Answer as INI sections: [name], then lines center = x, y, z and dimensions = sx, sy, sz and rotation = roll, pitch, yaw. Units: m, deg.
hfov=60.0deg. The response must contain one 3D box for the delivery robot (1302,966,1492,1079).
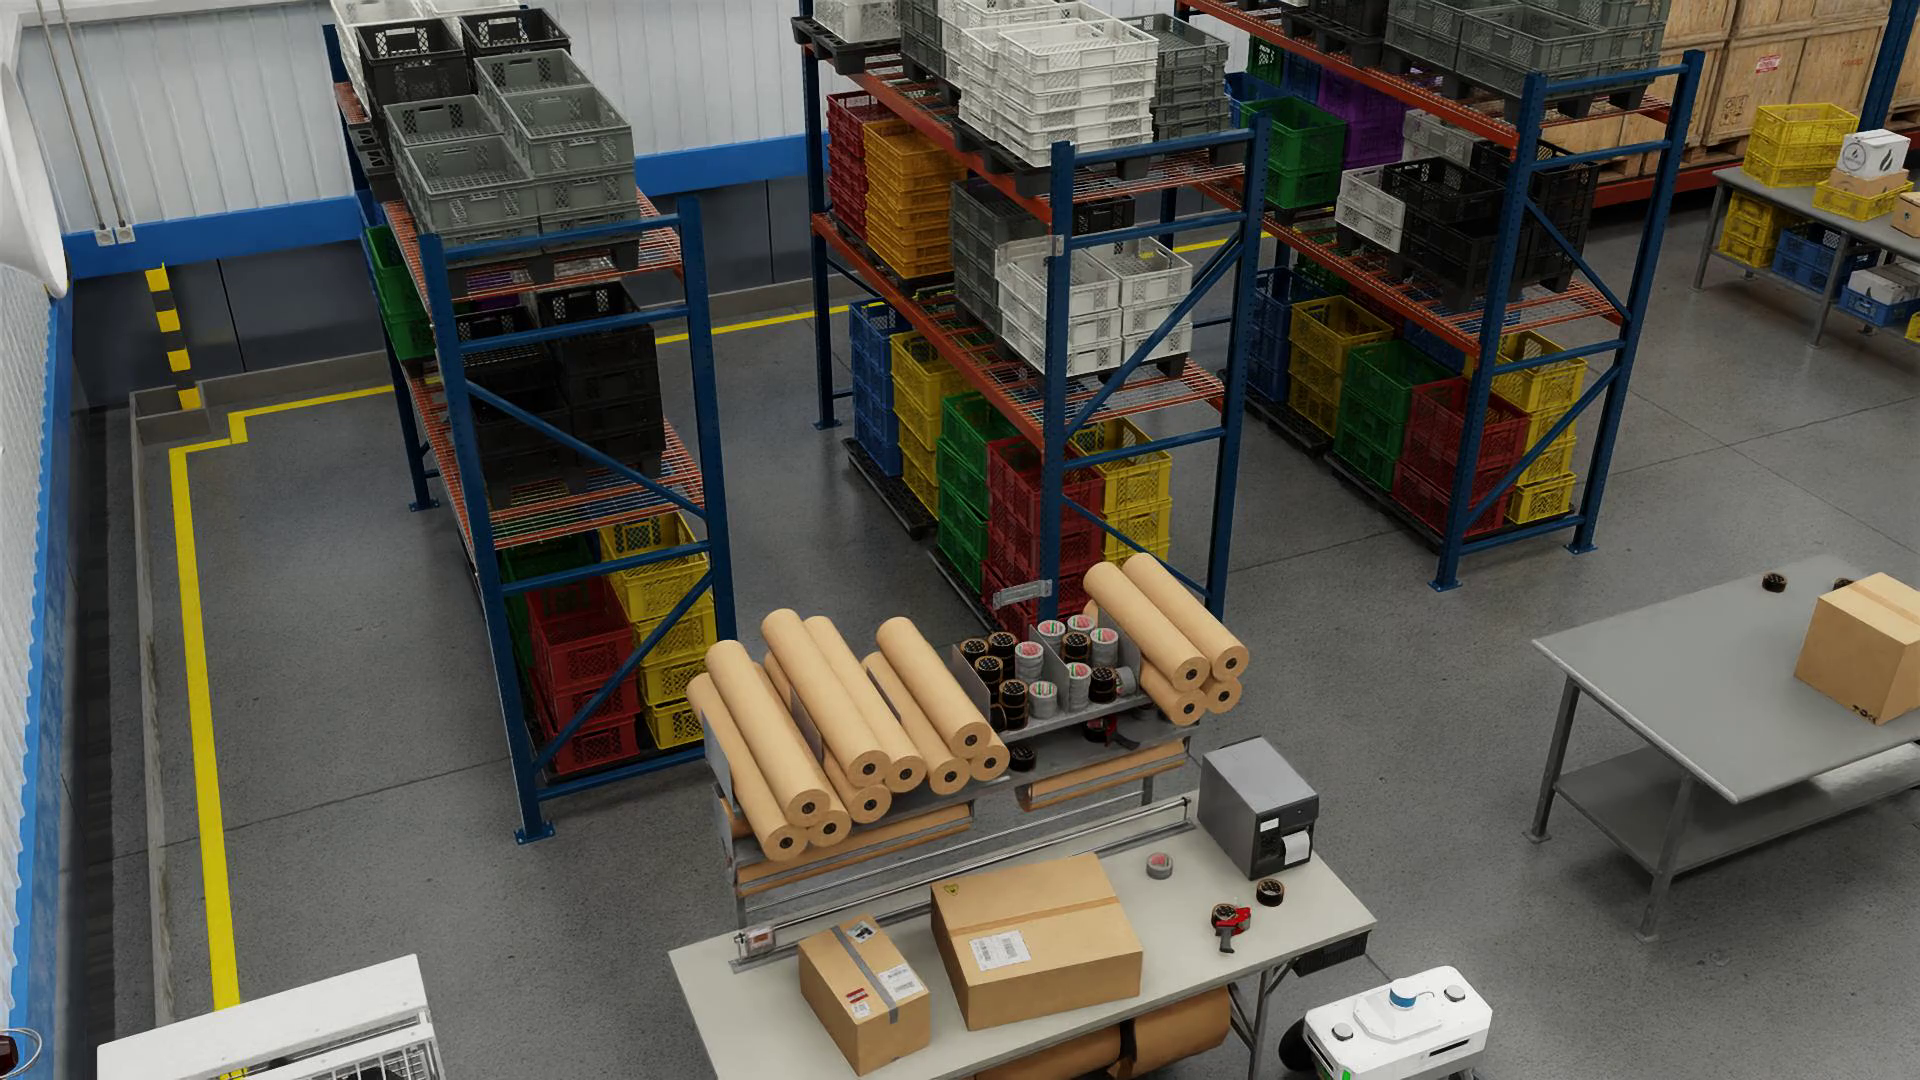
[delivery robot]
center = 1.700, 1.915, 6.480
dimensions = 0.707, 0.478, 0.477
rotation = -12, 34, -19

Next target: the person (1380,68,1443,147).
[person]
center = 3.661, -3.384, 13.872
dimensions = 0.368, 1.933, 0.626
rotation = -24, 39, -34
